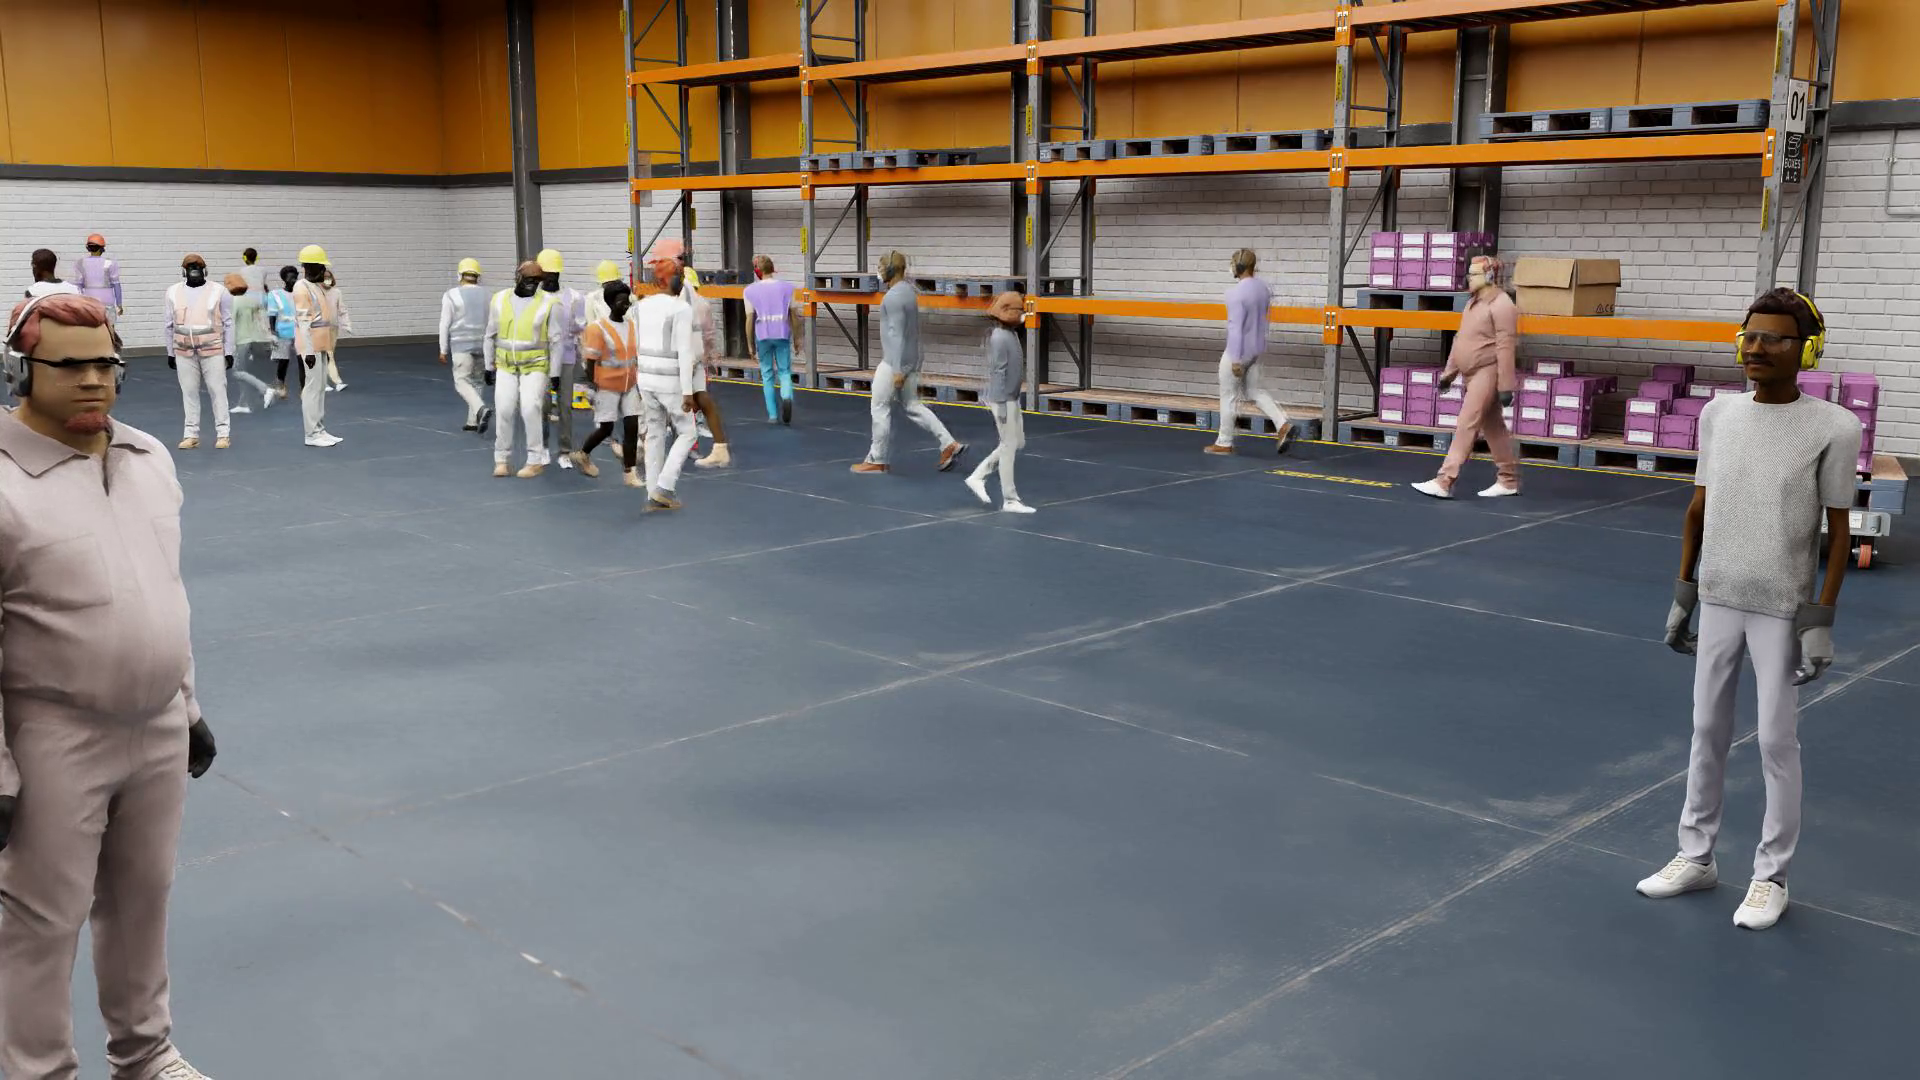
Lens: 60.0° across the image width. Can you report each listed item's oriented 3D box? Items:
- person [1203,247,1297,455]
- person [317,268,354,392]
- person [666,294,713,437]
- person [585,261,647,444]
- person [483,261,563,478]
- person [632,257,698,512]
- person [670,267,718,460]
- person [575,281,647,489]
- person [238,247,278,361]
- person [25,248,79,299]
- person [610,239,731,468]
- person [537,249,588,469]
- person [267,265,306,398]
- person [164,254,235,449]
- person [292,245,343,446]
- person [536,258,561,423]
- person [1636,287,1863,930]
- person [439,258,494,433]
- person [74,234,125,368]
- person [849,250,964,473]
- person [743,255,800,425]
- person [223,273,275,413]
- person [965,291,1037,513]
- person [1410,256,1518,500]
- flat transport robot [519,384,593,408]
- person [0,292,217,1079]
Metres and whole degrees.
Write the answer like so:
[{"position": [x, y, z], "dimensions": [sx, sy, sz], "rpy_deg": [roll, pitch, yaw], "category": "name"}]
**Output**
[{"position": [2.648, -1.699, 15.151], "dimensions": [0.825, 1.919, 0.637], "rpy_deg": [9, 14, 41], "category": "person"}, {"position": [-8.115, -2.701, 21.476], "dimensions": [0.833, 1.589, 0.515], "rpy_deg": [7, 13, 34], "category": "person"}, {"position": [-2.734, -1.859, 16.642], "dimensions": [0.616, 1.699, 0.349], "rpy_deg": [0, 10, 1], "category": "person"}, {"position": [-3.293, -1.780, 15.979], "dimensions": [0.659, 1.774, 0.763], "rpy_deg": [-8, 13, -38], "category": "person"}, {"position": [-3.660, -1.420, 13.921], "dimensions": [0.676, 1.808, 0.500], "rpy_deg": [1, 10, 7], "category": "person"}, {"position": [-2.146, -1.122, 12.130], "dimensions": [0.617, 1.866, 0.393], "rpy_deg": [7, 13, 34], "category": "person"}, {"position": [-2.526, -1.621, 15.201], "dimensions": [0.538, 1.737, 0.737], "rpy_deg": [-9, 14, -40], "category": "person"}, {"position": [-2.820, -1.242, 13.324], "dimensions": [0.620, 1.667, 0.560], "rpy_deg": [9, 14, 40], "category": "person"}, {"position": [-11.393, -3.815, 26.912], "dimensions": [0.889, 1.841, 0.537], "rpy_deg": [8, 13, 39], "category": "person"}, {"position": [-8.303, -1.712, 15.269], "dimensions": [0.453, 1.902, 0.593], "rpy_deg": [3, 11, 17], "category": "person"}, {"position": [-2.505, -1.602, 14.429], "dimensions": [1.069, 1.980, 0.624], "rpy_deg": [0, 10, 3], "category": "person"}, {"position": [-3.510, -1.550, 14.361], "dimensions": [0.621, 1.906, 0.446], "rpy_deg": [-5, 11, -25], "category": "person"}, {"position": [-8.098, -2.491, 20.118], "dimensions": [0.535, 1.673, 0.728], "rpy_deg": [-6, 12, -32], "category": "person"}, {"position": [-7.216, -1.780, 15.786], "dimensions": [0.633, 1.846, 0.429], "rpy_deg": [-1, 10, -6], "category": "person"}, {"position": [-6.198, -1.866, 16.031], "dimensions": [0.374, 1.924, 0.594], "rpy_deg": [-1, 10, -7], "category": "person"}, {"position": [-4.448, -2.160, 17.926], "dimensions": [0.473, 1.825, 0.513], "rpy_deg": [6, 12, 29], "category": "person"}, {"position": [2.330, 0.200, 4.908], "dimensions": [0.328, 1.877, 0.511], "rpy_deg": [-8, 13, -36], "category": "person"}, {"position": [-4.909, -1.941, 16.793], "dimensions": [0.600, 1.804, 0.740], "rpy_deg": [-9, 14, -41], "category": "person"}, {"position": [-12.998, -3.597, 25.154], "dimensions": [0.616, 2.041, 0.379], "rpy_deg": [-2, 11, -13], "category": "person"}, {"position": [-0.445, -1.496, 14.088], "dimensions": [0.935, 1.910, 0.642], "rpy_deg": [2, 11, 10], "category": "person"}, {"position": [-1.973, -2.104, 17.617], "dimensions": [0.614, 1.819, 0.605], "rpy_deg": [-3, 11, -17], "category": "person"}, {"position": [-8.097, -2.226, 18.882], "dimensions": [0.558, 1.608, 0.504], "rpy_deg": [1, 10, 6], "category": "person"}, {"position": [0.299, -1.006, 12.178], "dimensions": [0.491, 1.625, 0.513], "rpy_deg": [3, 11, 16], "category": "person"}, {"position": [3.906, -1.232, 12.763], "dimensions": [0.971, 1.860, 0.659], "rpy_deg": [0, 10, -2], "category": "person"}, {"position": [-4.620, -1.723, 19.771], "dimensions": [1.431, 0.197, 0.652], "rpy_deg": [8, 13, 37], "category": "flat transport robot"}, {"position": [-1.868, 0.424, 3.604], "dimensions": [0.401, 1.904, 0.649], "rpy_deg": [3, 11, 17], "category": "person"}]
